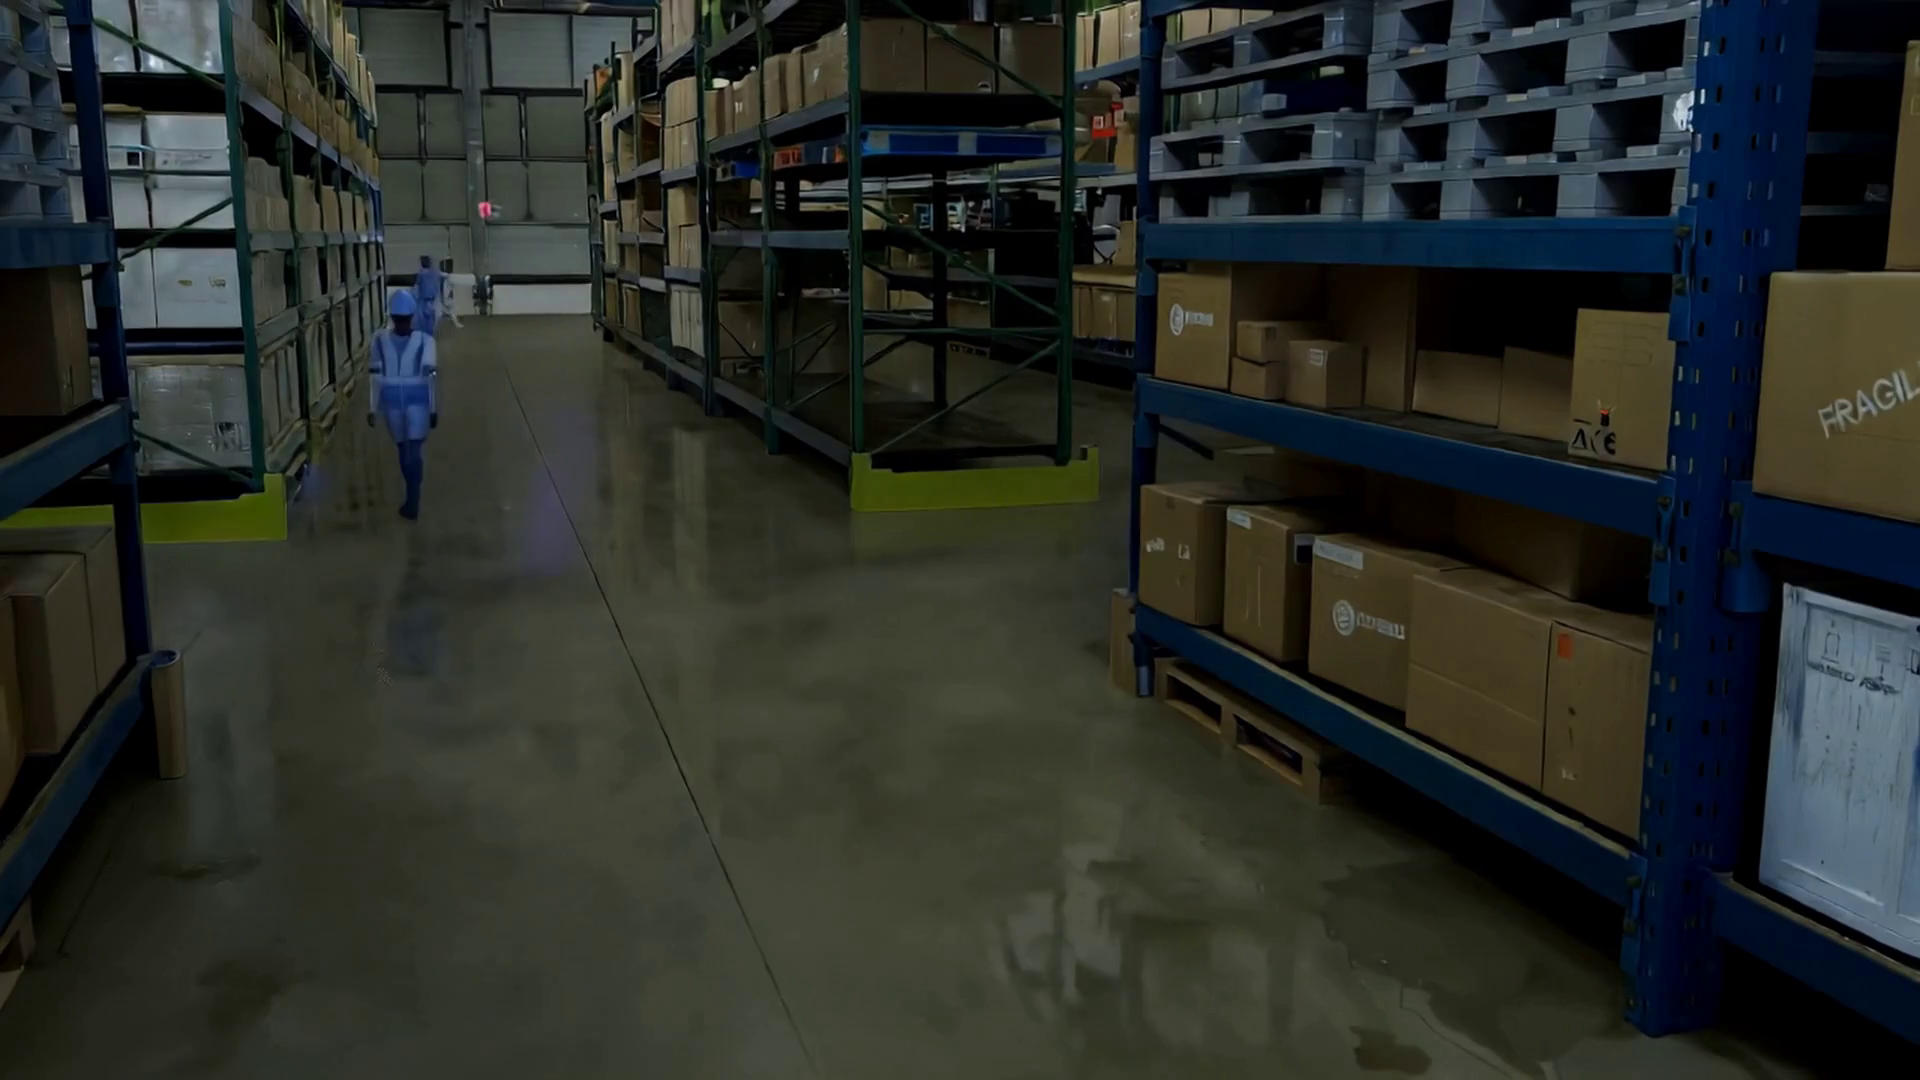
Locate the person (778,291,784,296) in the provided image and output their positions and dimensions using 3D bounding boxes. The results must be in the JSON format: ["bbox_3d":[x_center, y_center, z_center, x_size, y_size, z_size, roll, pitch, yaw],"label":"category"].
[{"bbox_3d":[-3.658,-5.020,35.753,0.489,1.731,0.453,0,10,0],"label":"person"}]

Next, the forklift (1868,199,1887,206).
[{"bbox_3d":[11.338,-2.915,21.052,1.129,2.768,1.873,-3,11,-17],"label":"forklift"}]

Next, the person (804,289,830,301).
[{"bbox_3d":[-3.435,-5.859,39.882,0.619,1.910,0.911,-1,10,-5],"label":"person"}]

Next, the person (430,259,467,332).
[{"bbox_3d":[-12.812,-6.063,41.295,0.950,1.798,0.641,-2,11,-10],"label":"person"}]

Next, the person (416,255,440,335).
[{"bbox_3d":[-12.756,-5.869,39.886,0.577,1.914,0.434,-9,13,-40],"label":"person"}]

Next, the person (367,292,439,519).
[{"bbox_3d":[-4.694,-1.138,14.045,0.546,1.884,0.996,-1,10,-3],"label":"person"}]
